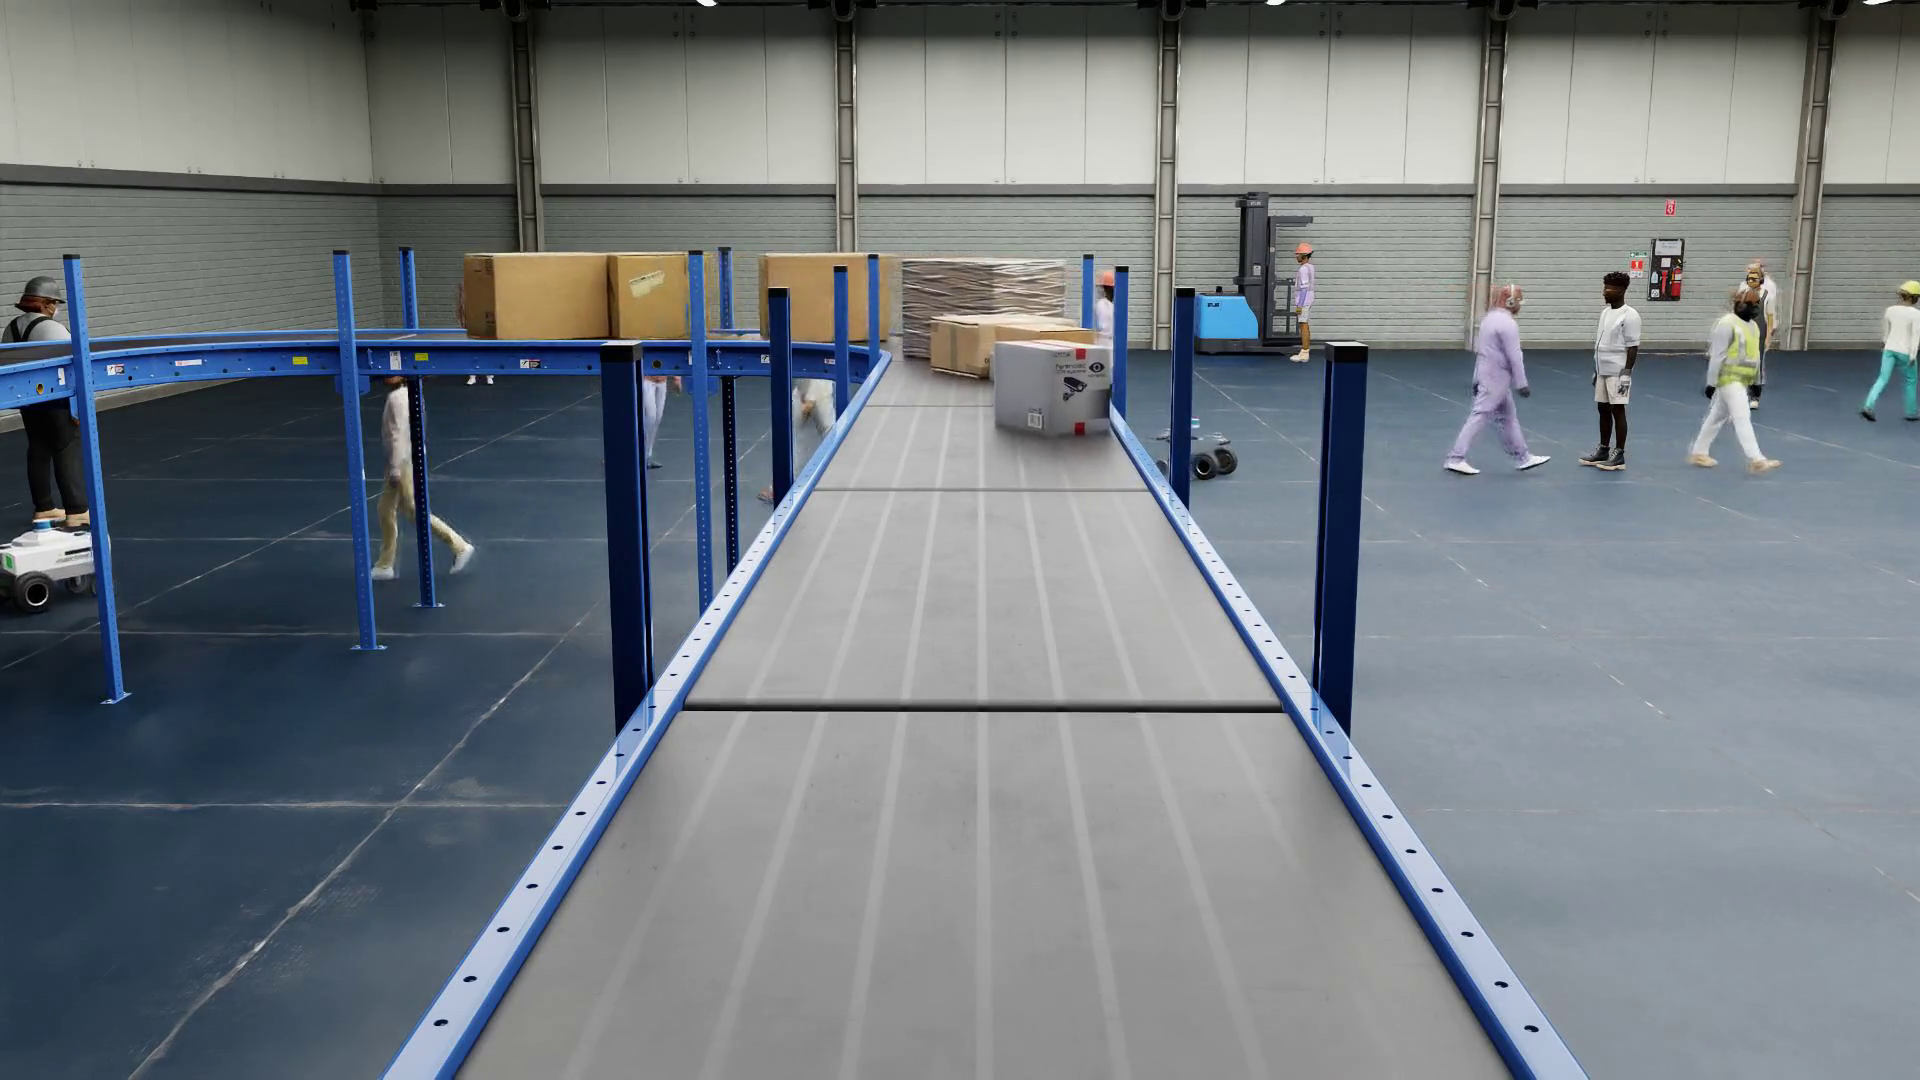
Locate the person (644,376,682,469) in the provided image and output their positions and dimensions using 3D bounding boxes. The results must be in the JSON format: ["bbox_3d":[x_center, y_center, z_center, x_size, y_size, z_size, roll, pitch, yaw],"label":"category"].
[{"bbox_3d":[-3.053,-1.570,16.590,0.524,1.725,0.541,8,13,34],"label":"person"}]

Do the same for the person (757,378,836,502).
[{"bbox_3d":[-1.296,-1.294,14.790,1.043,1.896,0.633,-8,14,-36],"label":"person"}]

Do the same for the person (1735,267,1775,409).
[{"bbox_3d":[10.391,-2.652,21.860,0.514,1.844,0.327,9,14,40],"label":"person"}]

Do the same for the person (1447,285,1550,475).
[{"bbox_3d":[5.279,-1.553,16.215,1.019,1.841,0.645,1,11,5],"label":"person"}]

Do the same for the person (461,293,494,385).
[{"bbox_3d":[-7.213,-3.150,24.944,0.514,1.642,0.310,-1,11,-7],"label":"person"}]

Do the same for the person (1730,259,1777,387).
[{"bbox_3d":[11.612,-3.194,24.593,0.895,1.870,0.643,-2,11,-10],"label":"person"}]

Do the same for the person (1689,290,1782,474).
[{"bbox_3d":[7.730,-1.575,16.496,0.642,1.783,0.974,-10,15,-40],"label":"person"}]

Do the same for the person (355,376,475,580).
[{"bbox_3d":[-3.803,-0.517,11.509,0.758,1.605,0.509,-4,12,-18],"label":"person"}]

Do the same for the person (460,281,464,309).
[{"bbox_3d":[-8.304,-3.898,28.532,0.527,1.740,0.740,-3,11,-13],"label":"person"}]

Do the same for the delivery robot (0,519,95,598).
[{"bbox_3d":[-5.982,0.107,10.874,0.477,0.478,0.707,6,13,28],"label":"delivery robot"}]

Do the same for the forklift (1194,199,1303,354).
[{"bbox_3d":[5.313,-4.851,30.603,1.873,2.768,1.129,0,11,1],"label":"forklift"}]

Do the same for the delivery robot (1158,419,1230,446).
[{"bbox_3d":[2.287,-1.069,16.247,0.698,0.223,0.335,7,13,33],"label":"delivery robot"}]

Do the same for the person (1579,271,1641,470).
[{"bbox_3d":[6.525,-1.698,16.643,0.361,1.964,0.614,-2,11,-9],"label":"person"}]

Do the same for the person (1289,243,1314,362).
[{"bbox_3d":[5.965,-4.136,28.977,0.378,2.044,0.608,4,12,20],"label":"person"}]

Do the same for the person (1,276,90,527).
[{"bbox_3d":[-7.410,-1.125,13.619,0.678,2.000,0.537,4,12,22],"label":"person"}]

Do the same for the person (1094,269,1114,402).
[{"bbox_3d":[1.604,-2.095,18.806,0.592,1.918,0.563,2,11,12],"label":"person"}]

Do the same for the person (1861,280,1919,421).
[{"bbox_3d":[11.555,-2.327,20.473,0.875,1.729,0.521,-6,12,-26],"label":"person"}]
